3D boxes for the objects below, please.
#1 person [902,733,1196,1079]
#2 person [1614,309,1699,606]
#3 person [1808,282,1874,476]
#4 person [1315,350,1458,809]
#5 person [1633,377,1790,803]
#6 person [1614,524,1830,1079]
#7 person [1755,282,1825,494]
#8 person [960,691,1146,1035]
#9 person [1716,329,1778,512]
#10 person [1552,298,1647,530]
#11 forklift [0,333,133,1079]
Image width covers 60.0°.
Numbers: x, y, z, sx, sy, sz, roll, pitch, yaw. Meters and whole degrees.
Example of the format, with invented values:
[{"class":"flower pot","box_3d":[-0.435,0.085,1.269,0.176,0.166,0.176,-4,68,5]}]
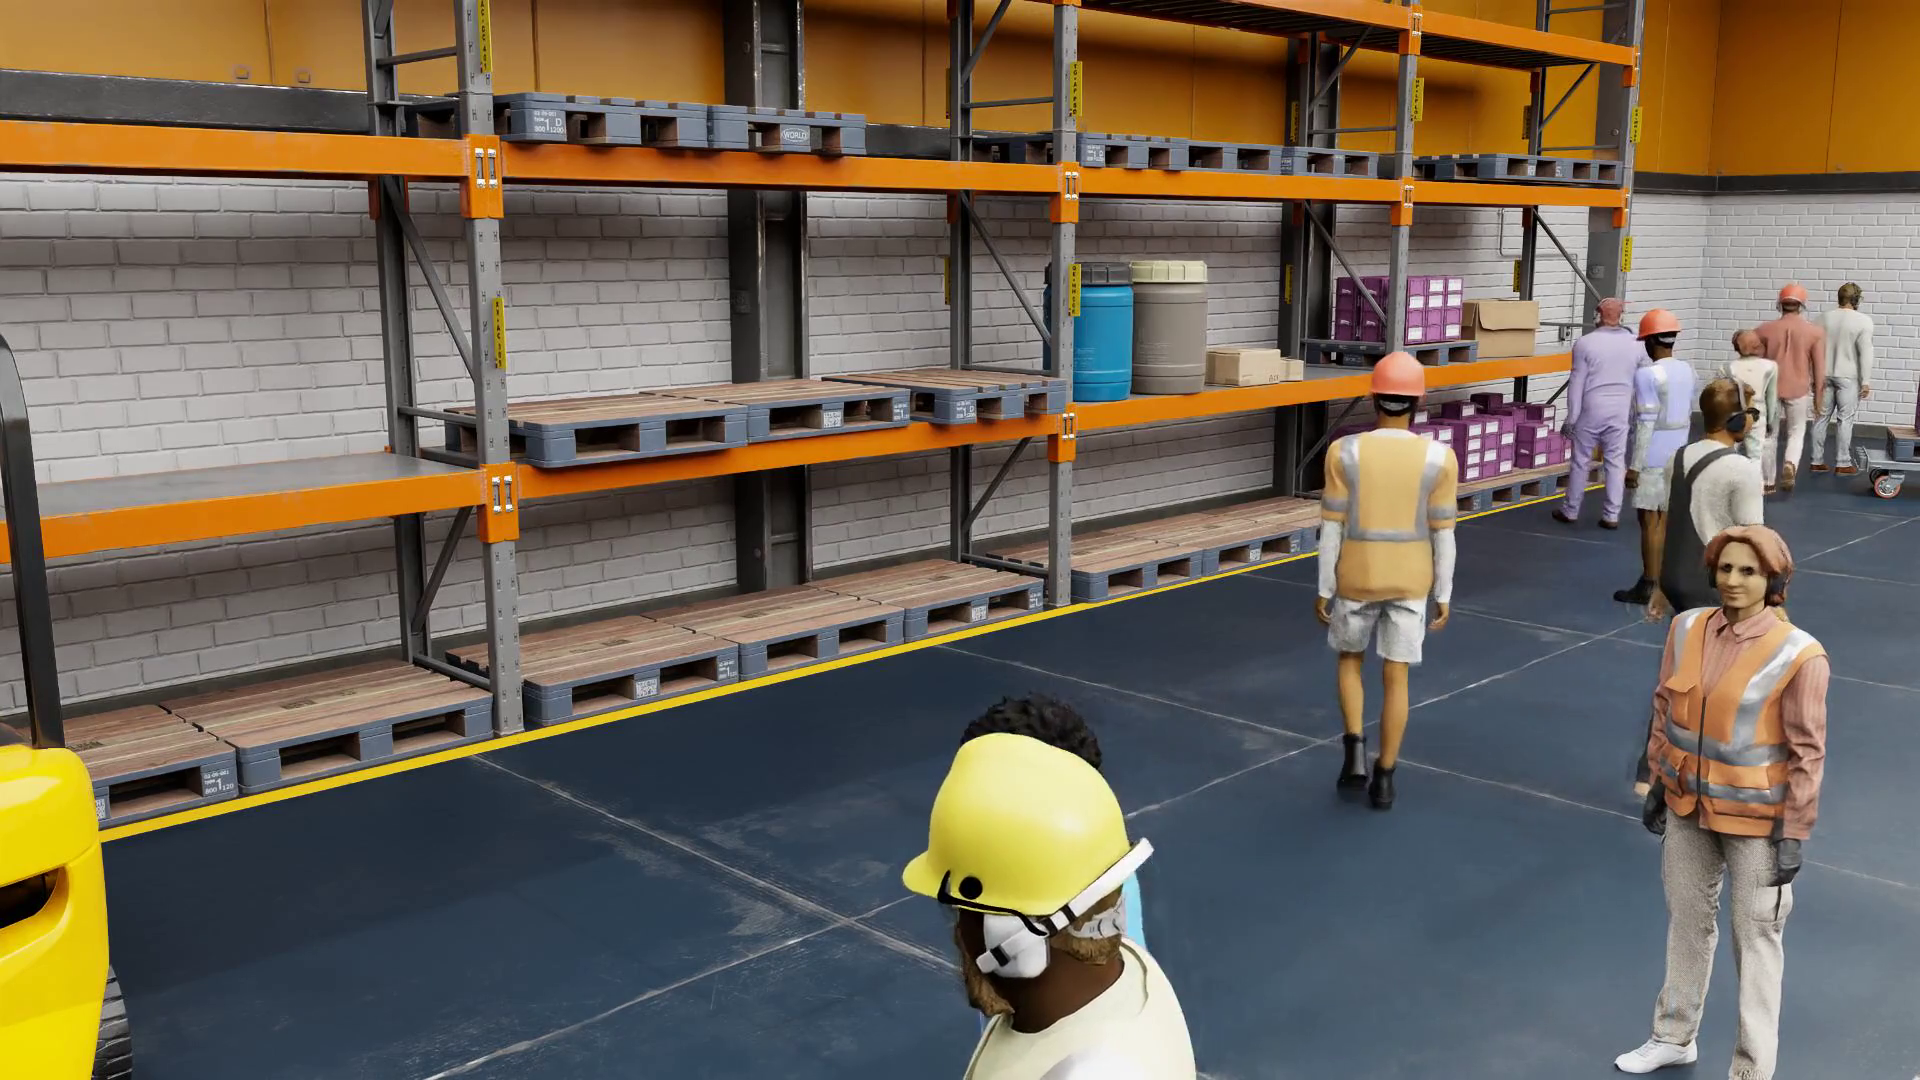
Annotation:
[{"class":"person","box_3d":[0.112,1.128,2.082,0.404,1.825,0.591,1,10,5]},{"class":"person","box_3d":[4.531,-0.536,10.874,0.549,1.926,0.382,-7,12,-33]},{"class":"person","box_3d":[8.831,-1.610,16.706,0.353,1.936,0.633,-6,12,-31]},{"class":"person","box_3d":[1.791,0.172,7.005,0.566,1.925,0.427,2,11,13]},{"class":"person","box_3d":[3.251,0.228,7.037,0.829,1.812,0.528,-2,11,-10]},{"class":"person","box_3d":[2.110,0.761,4.583,0.306,1.642,0.522,-5,12,-26]},{"class":"person","box_3d":[7.595,-1.372,15.305,0.624,1.976,0.664,5,11,25]},{"class":"person","box_3d":[0.263,1.066,2.908,0.803,1.656,0.545,3,11,15]},{"class":"person","box_3d":[6.659,-0.978,14.115,0.525,1.617,0.553,2,11,11]},{"class":"person","box_3d":[5.259,-1.041,13.743,0.703,1.902,0.550,-1,10,-5]},{"class":"forklift","box_3d":[-3.289,0.485,4.582,1.214,2.155,2.313,-10,14,-44]}]
